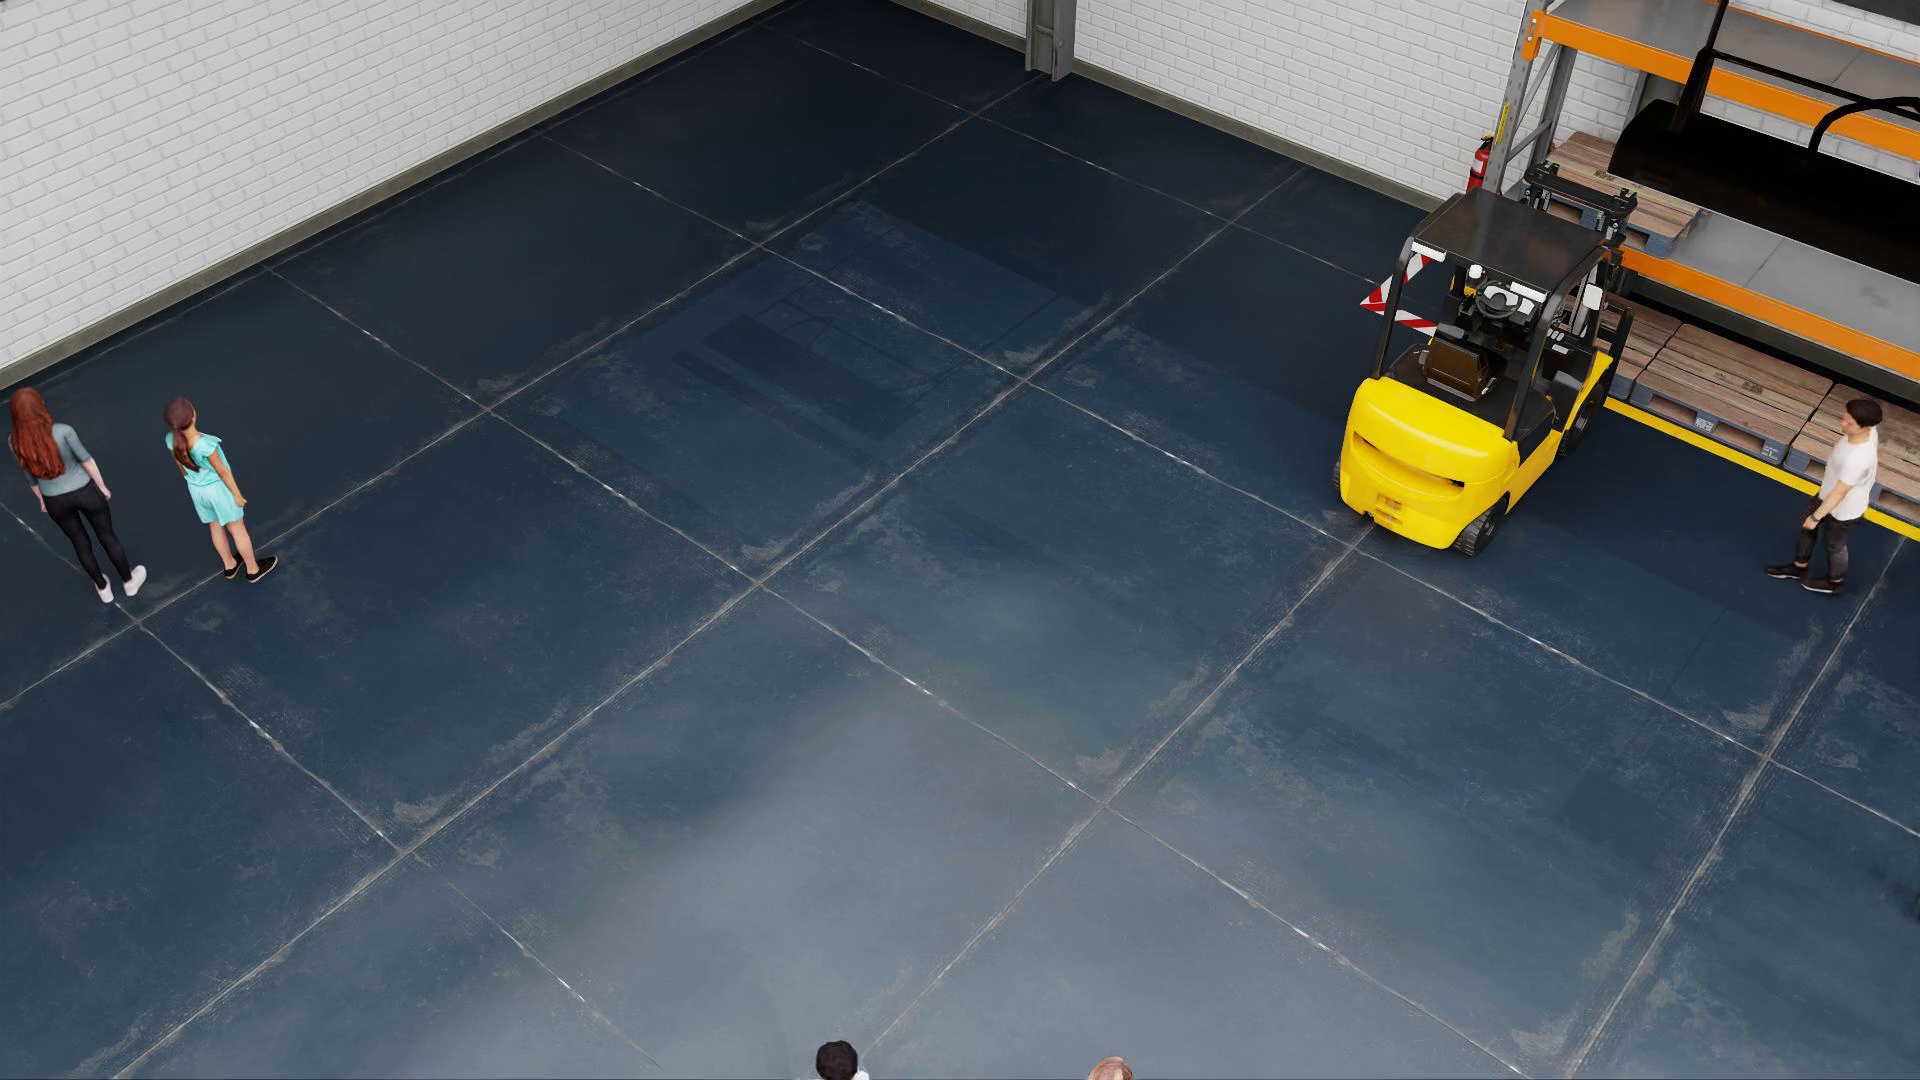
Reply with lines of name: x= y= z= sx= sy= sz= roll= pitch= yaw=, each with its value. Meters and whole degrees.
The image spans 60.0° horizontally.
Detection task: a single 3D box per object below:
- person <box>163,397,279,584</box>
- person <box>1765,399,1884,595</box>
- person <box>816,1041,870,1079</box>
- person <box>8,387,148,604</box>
person: x=-5.039 y=-0.344 z=11.210 sx=0.593 sy=1.557 sz=0.690 roll=12 pitch=45 yaw=12
person: x=5.927 y=-0.271 z=11.048 sx=0.867 sy=1.676 sz=0.790 roll=20 pitch=47 yaw=19
person: x=-0.612 y=2.787 z=8.168 sx=0.792 sy=1.221 sz=0.918 roll=-10 pitch=44 yaw=-10
person: x=-5.881 y=-0.286 z=11.016 sx=0.670 sy=1.742 sz=0.691 roll=-12 pitch=45 yaw=-12
